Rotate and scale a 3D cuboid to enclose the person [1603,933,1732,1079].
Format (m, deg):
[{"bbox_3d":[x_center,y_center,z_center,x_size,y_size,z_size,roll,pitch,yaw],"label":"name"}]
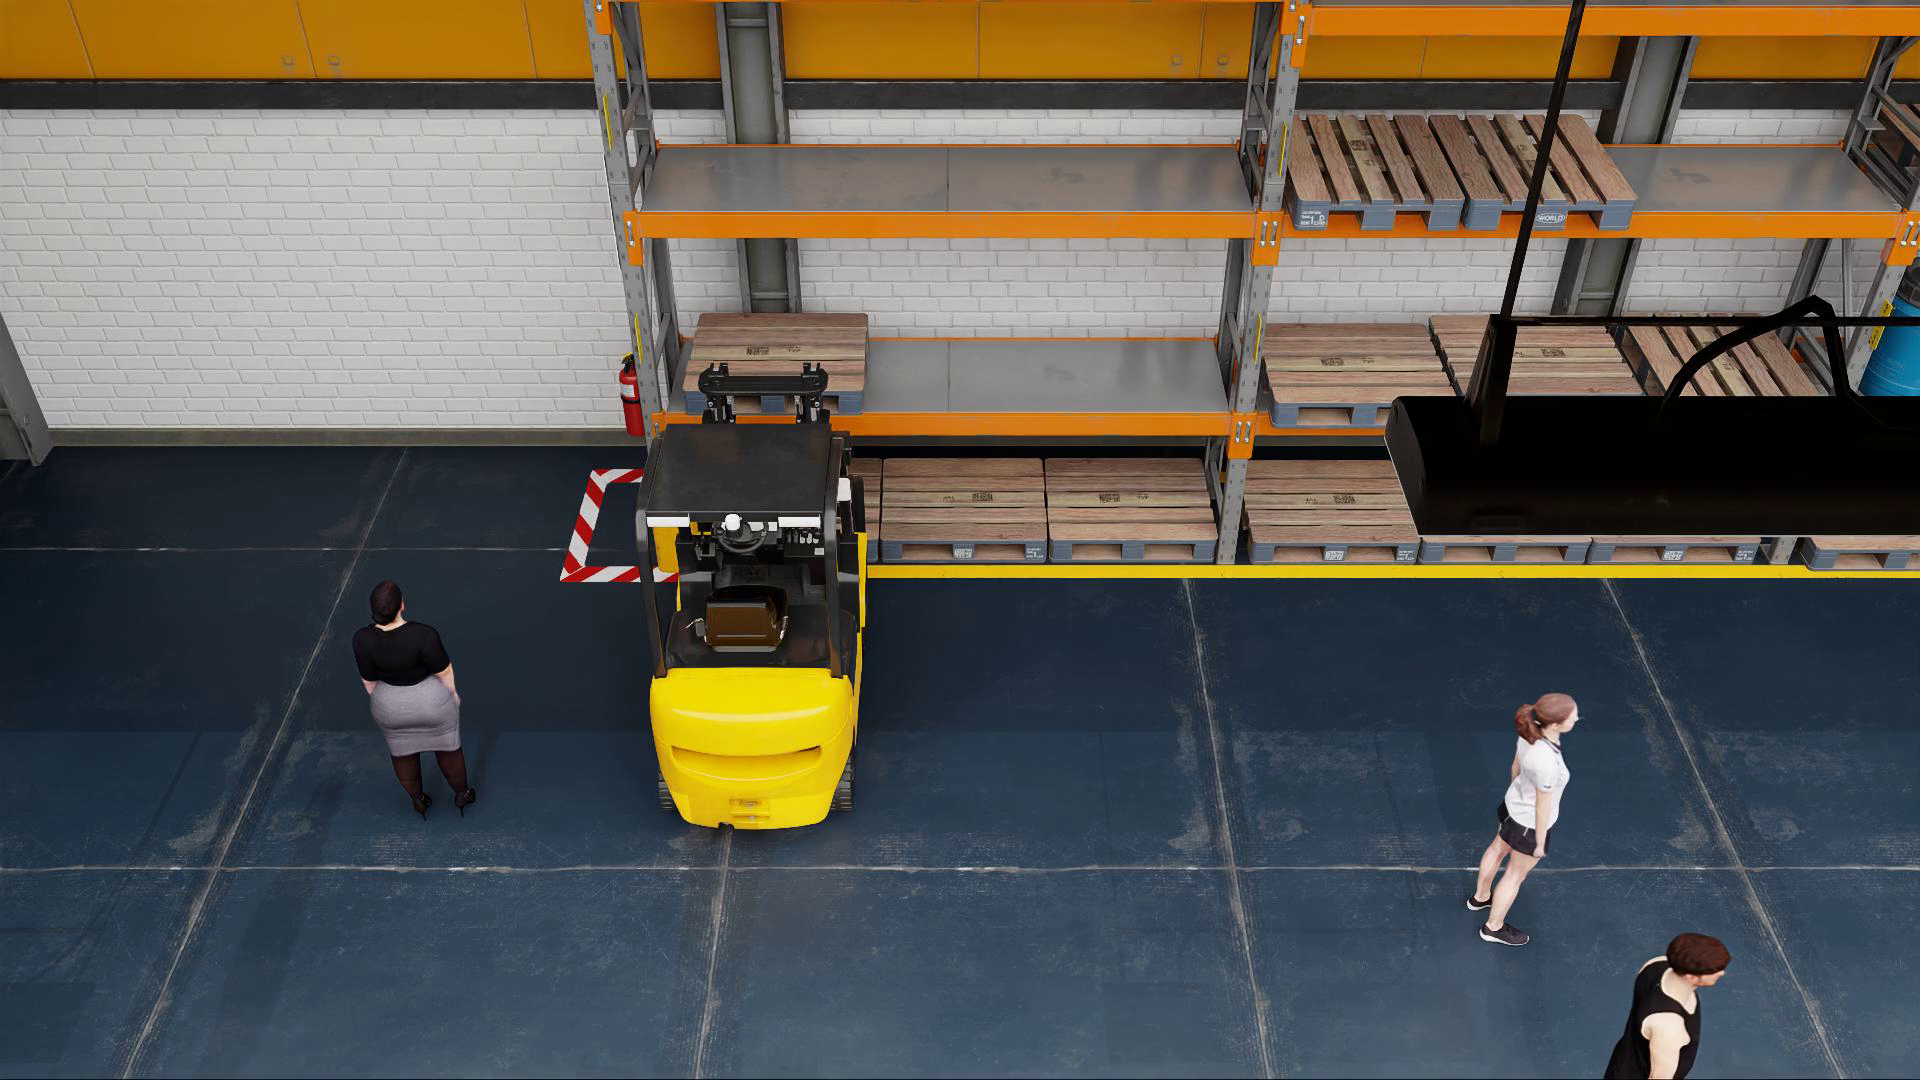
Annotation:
[{"bbox_3d":[3.152,2.448,7.656,0.660,1.892,0.726,8,39,10],"label":"person"}]

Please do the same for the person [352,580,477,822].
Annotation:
[{"bbox_3d":[-3.162,0.949,9.639,0.573,1.760,0.750,-4,39,-4],"label":"person"}]

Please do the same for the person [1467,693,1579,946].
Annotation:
[{"bbox_3d":[3.044,1.488,8.970,0.568,1.752,0.565,-2,39,-2],"label":"person"}]
